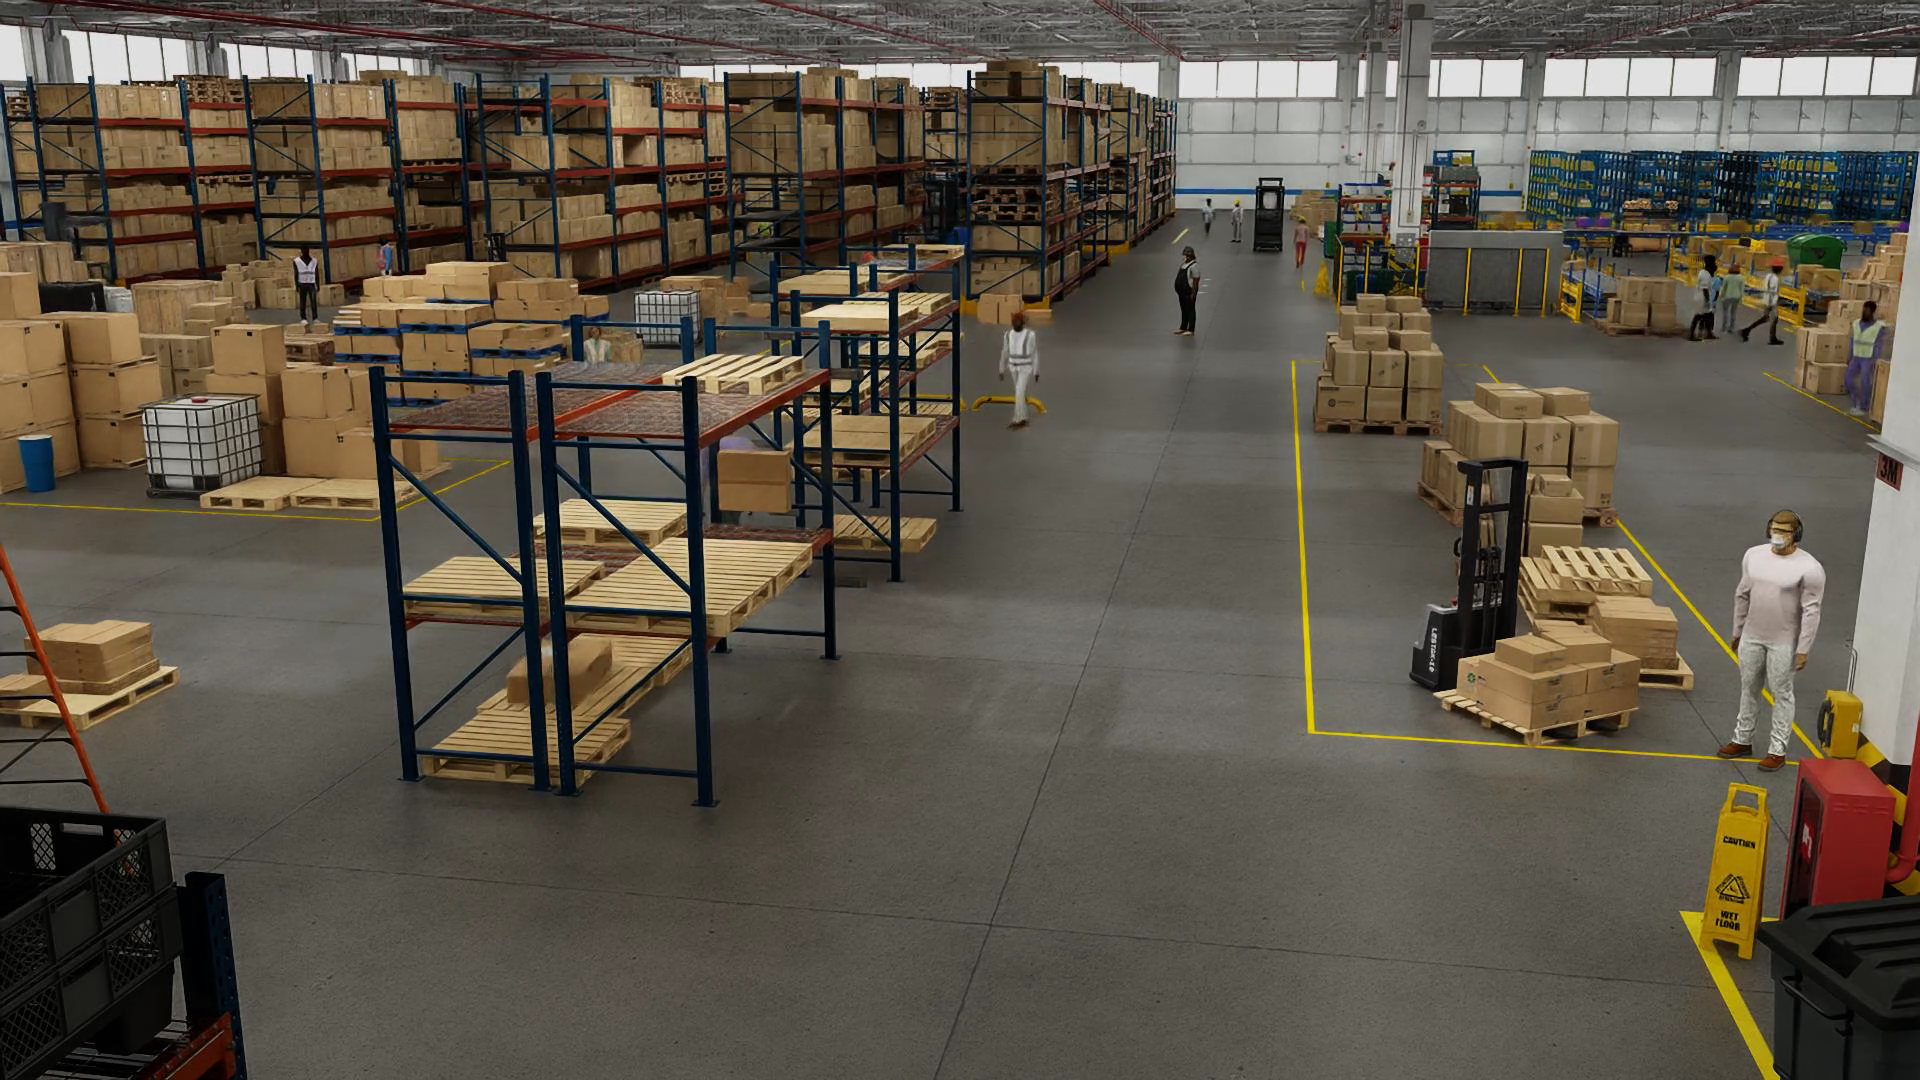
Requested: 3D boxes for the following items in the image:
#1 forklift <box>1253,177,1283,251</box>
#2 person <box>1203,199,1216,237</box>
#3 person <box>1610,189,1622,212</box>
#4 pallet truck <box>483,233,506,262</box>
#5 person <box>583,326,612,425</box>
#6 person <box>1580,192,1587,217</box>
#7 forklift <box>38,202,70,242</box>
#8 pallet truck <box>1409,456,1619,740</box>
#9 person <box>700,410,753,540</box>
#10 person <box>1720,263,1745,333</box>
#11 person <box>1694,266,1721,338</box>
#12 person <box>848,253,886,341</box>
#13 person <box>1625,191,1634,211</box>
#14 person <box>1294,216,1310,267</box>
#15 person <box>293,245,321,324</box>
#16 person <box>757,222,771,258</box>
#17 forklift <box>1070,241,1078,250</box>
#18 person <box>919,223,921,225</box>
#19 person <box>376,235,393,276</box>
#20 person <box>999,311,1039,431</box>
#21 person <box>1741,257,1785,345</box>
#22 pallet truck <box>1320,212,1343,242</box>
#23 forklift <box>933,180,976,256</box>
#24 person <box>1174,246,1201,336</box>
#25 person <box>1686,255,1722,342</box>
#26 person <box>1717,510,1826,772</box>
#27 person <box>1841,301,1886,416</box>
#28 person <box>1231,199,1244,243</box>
[{"bbox_3d":[12.083,-12.747,64.956,1.129,2.768,1.873,3,14,10],"label":"forklift"},{"bbox_3d":[11.043,-14.299,73.796,0.545,1.646,0.889,-4,14,-16],"label":"person"},{"bbox_3d":[34.065,-17.468,86.365,0.585,1.787,0.986,1,14,3],"label":"person"},{"bbox_3d":[-11.832,-7.026,43.548,1.885,1.965,0.823,8,16,28],"label":"pallet truck"},{"bbox_3d":[-5.756,-2.606,26.339,0.522,1.638,0.310,-7,15,-26],"label":"person"},{"bbox_3d":[30.116,-16.084,80.439,0.408,1.942,0.607,6,15,21],"label":"person"},{"bbox_3d":[-22.882,-7.147,42.219,1.873,2.768,1.129,-2,14,-10],"label":"forklift"},{"bbox_3d":[4.504,0.400,13.395,0.823,1.965,1.885,-6,15,-23],"label":"pallet truck"},{"bbox_3d":[-2.372,-0.443,17.006,0.605,1.904,0.650,-7,15,-26],"label":"person"},{"bbox_3d":[17.909,-5.613,38.585,0.500,1.622,0.376,4,14,15],"label":"person"},{"bbox_3d":[16.912,-5.412,37.615,0.318,1.697,0.533,-8,16,-29],"label":"person"},{"bbox_3d":[-2.077,-5.402,37.056,0.977,1.942,0.628,3,14,12],"label":"person"},{"bbox_3d":[32.442,-16.061,80.579,0.403,1.826,0.594,-6,15,-24],"label":"person"},{"bbox_3d":[11.759,-10.265,57.196,0.535,1.750,0.378,3,14,13],"label":"person"},{"bbox_3d":[-15.880,-6.221,40.472,0.591,1.910,0.388,-10,17,-36],"label":"person"},{"bbox_3d":[-7.209,-11.254,61.332,0.533,1.697,0.318,-5,15,-21],"label":"person"},{"bbox_3d":[3.415,-11.710,60.746,1.873,2.768,1.129,0,14,0],"label":"forklift"},{"bbox_3d":[-1.946,-13.434,69.986,0.625,1.785,0.902,2,14,7],"label":"person"},{"bbox_3d":[-15.694,-7.409,45.418,0.429,1.847,0.625,-8,16,-29],"label":"person"},{"bbox_3d":[0.857,-2.636,26.008,0.615,1.848,0.888,10,17,36],"label":"person"},{"bbox_3d":[17.707,-5.244,36.502,0.806,1.912,0.548,3,14,12],"label":"person"},{"bbox_3d":[15.874,-13.227,70.310,0.680,1.201,1.601,10,17,35],"label":"pallet truck"},{"bbox_3d":[-0.283,-11.973,61.812,1.873,2.768,1.129,2,14,9],"label":"forklift"},{"bbox_3d":[5.180,-5.706,38.098,0.538,2.000,0.684,-5,15,-20],"label":"person"},{"bbox_3d":[16.556,-5.318,36.723,0.839,1.936,0.643,6,15,22],"label":"person"},{"bbox_3d":[5.942,0.727,12.191,0.364,1.939,0.636,-9,16,-31],"label":"person"},{"bbox_3d":[14.781,-2.971,27.278,0.554,1.898,0.610,-6,15,-23],"label":"person"},{"bbox_3d":[11.605,-13.373,69.686,0.404,1.826,0.592,-10,17,-34],"label":"person"}]
